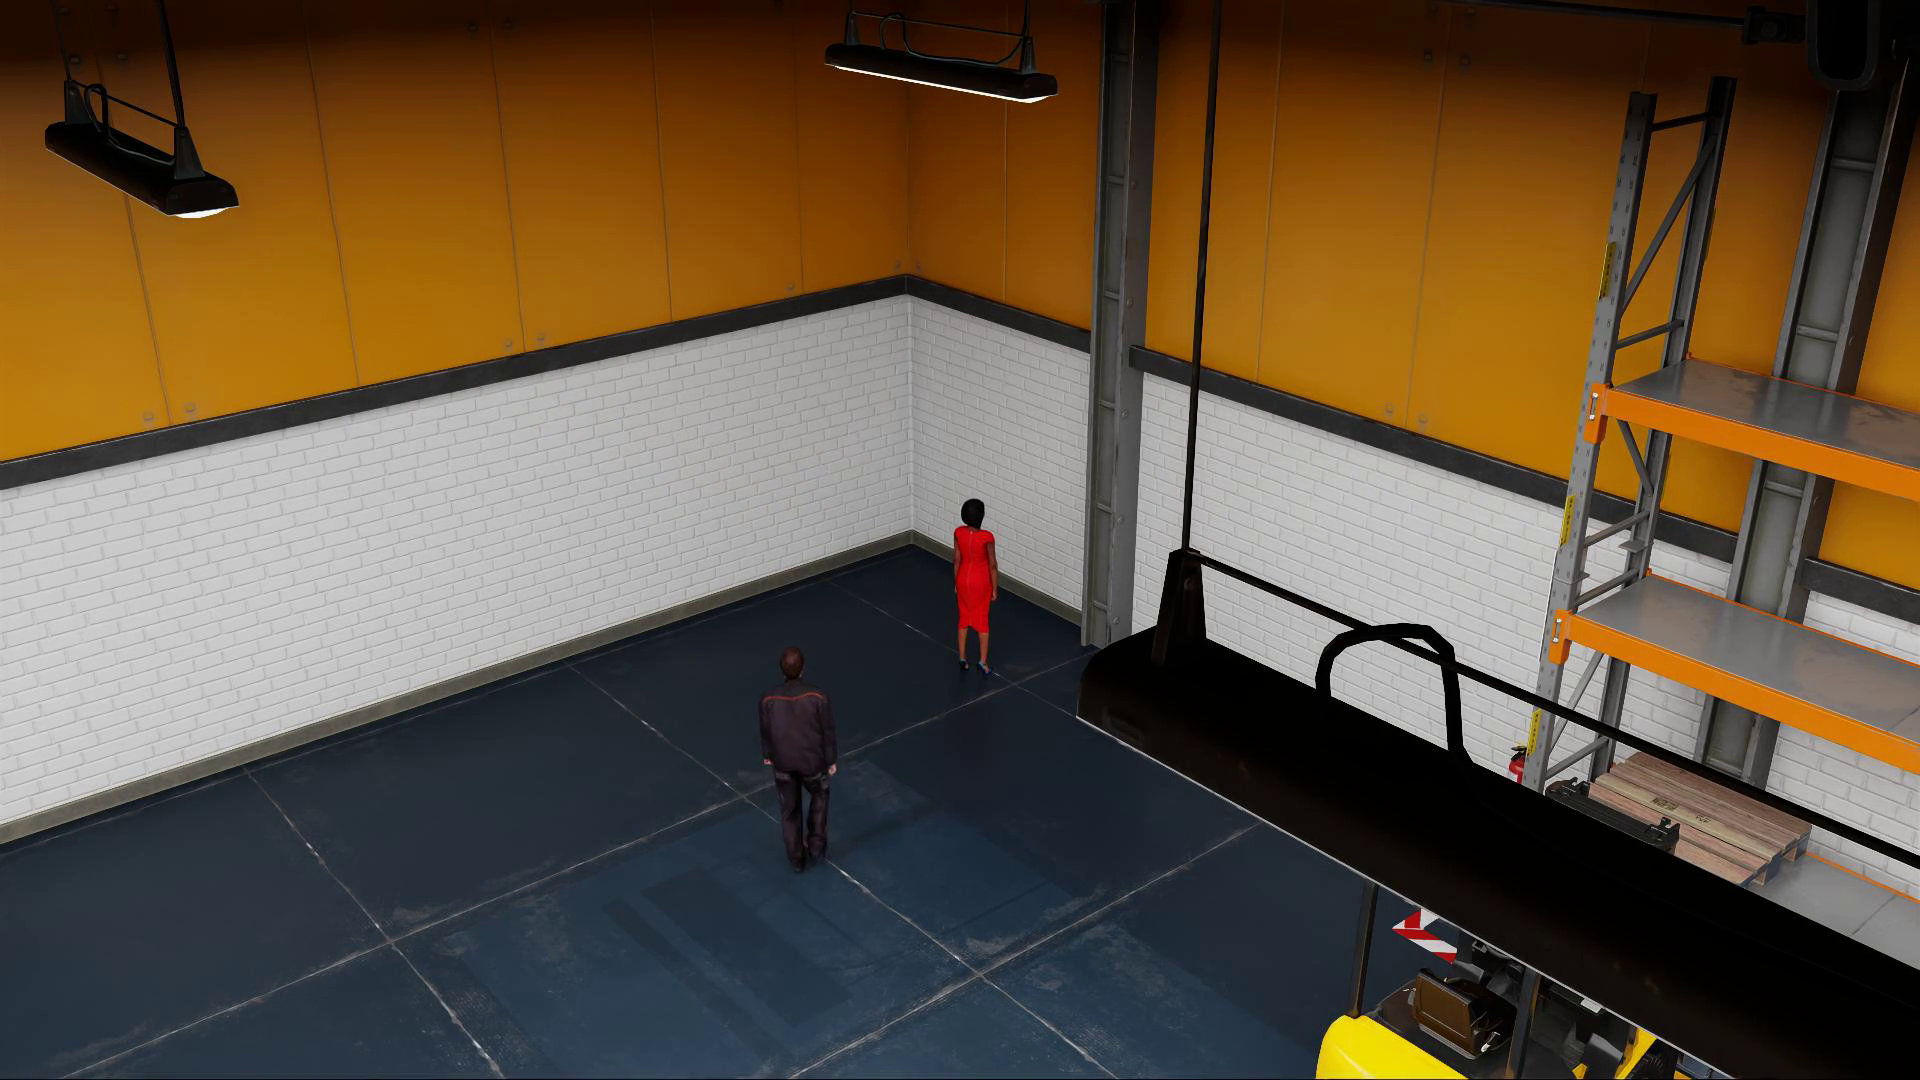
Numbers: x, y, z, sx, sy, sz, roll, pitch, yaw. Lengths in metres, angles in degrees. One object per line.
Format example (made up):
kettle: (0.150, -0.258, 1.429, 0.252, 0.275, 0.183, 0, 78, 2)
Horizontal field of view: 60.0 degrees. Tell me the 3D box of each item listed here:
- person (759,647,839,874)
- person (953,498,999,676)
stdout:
person: (-1.207, 1.688, 12.398, 0.868, 1.826, 0.912, 1, 24, 1)
person: (0.126, 0.433, 15.371, 0.584, 1.743, 0.707, 10, 26, 22)
